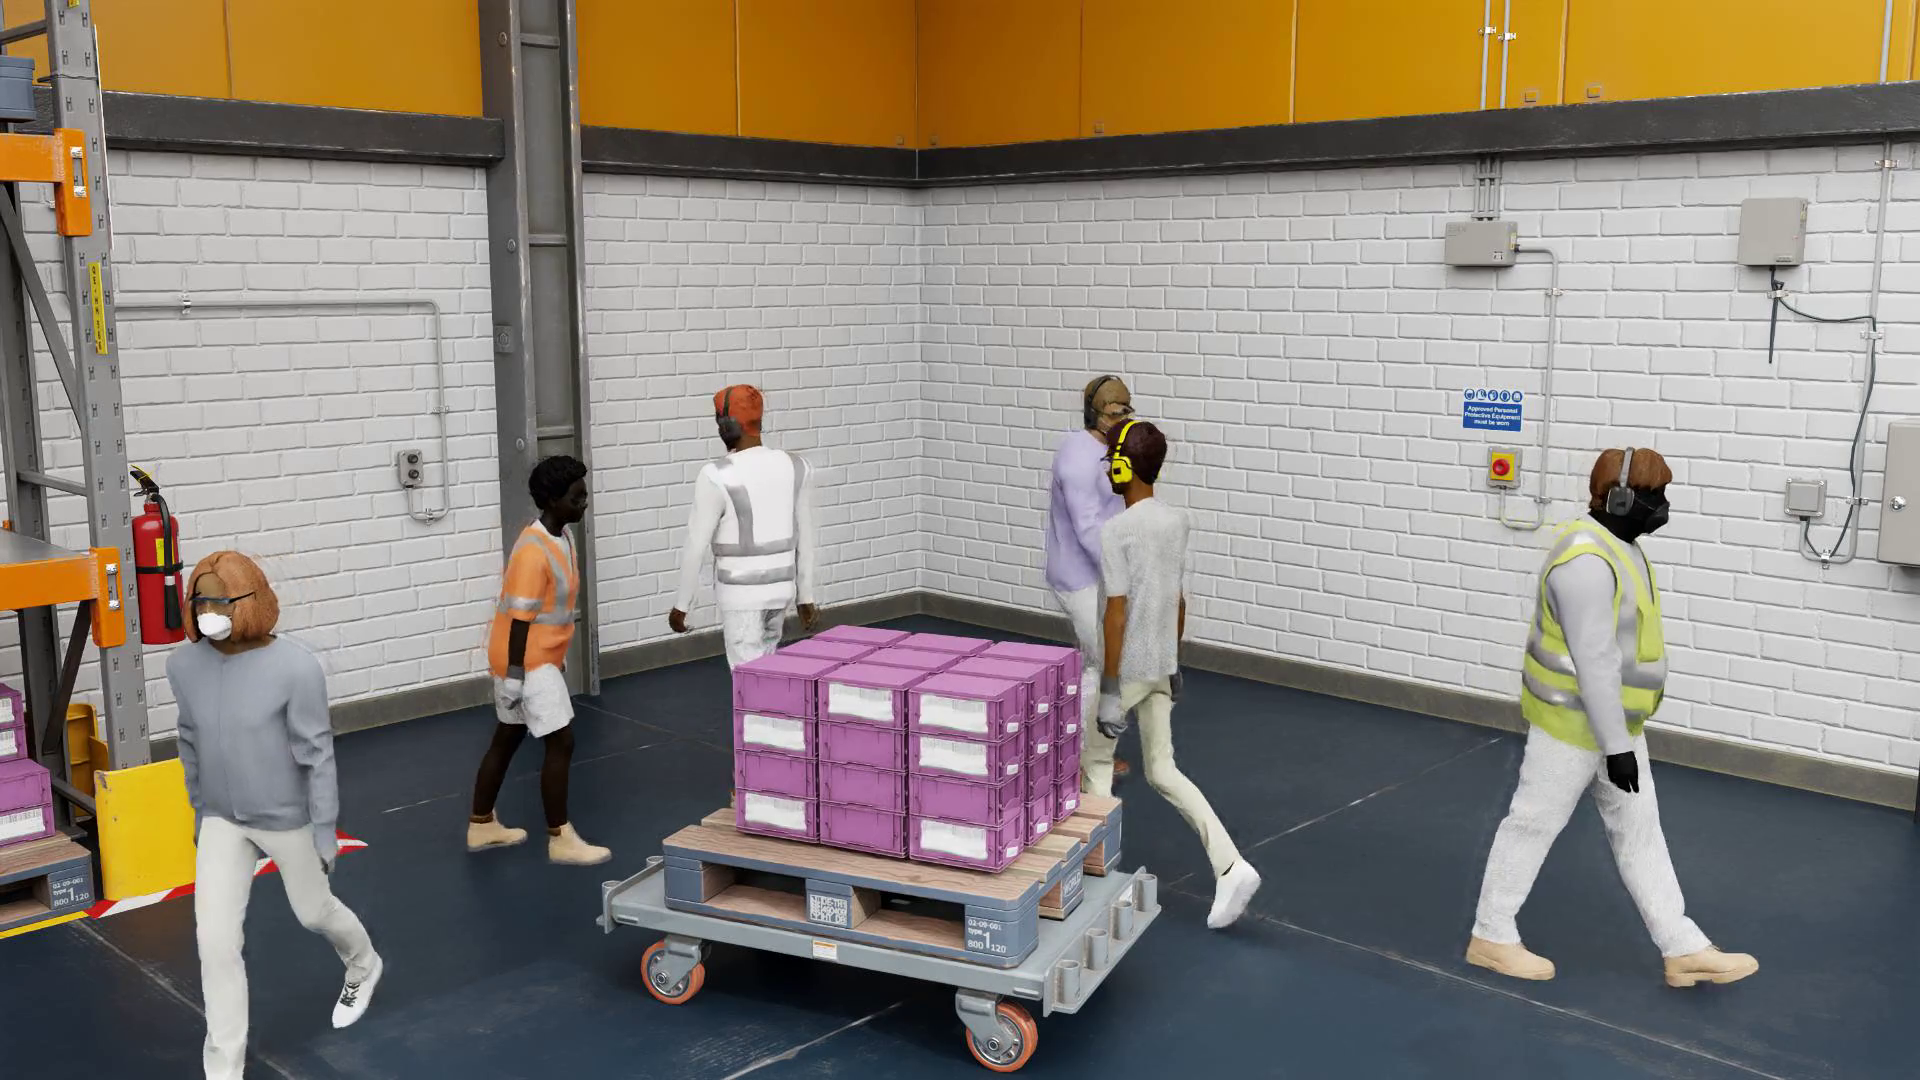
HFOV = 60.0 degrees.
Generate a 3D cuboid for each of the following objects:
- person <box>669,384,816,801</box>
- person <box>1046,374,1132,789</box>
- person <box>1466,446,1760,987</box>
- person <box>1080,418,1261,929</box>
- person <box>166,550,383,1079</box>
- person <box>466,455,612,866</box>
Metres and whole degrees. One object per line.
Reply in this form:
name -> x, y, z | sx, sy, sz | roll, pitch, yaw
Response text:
person -> -0.959, 0.252, 7.282 | 0.583, 1.868, 0.603 | 8, 12, 41
person -> 0.629, 0.207, 7.477 | 0.482, 1.905, 0.637 | 3, 10, 20
person -> 2.122, 0.599, 5.391 | 0.913, 1.794, 0.641 | 7, 11, 36
person -> 0.691, 0.482, 5.992 | 0.849, 1.841, 0.525 | 9, 13, 43
person -> -1.995, 0.789, 4.854 | 0.507, 1.597, 0.837 | 2, 9, 10
person -> -1.728, 0.480, 6.596 | 0.610, 1.644, 0.540 | -1, 9, -6
